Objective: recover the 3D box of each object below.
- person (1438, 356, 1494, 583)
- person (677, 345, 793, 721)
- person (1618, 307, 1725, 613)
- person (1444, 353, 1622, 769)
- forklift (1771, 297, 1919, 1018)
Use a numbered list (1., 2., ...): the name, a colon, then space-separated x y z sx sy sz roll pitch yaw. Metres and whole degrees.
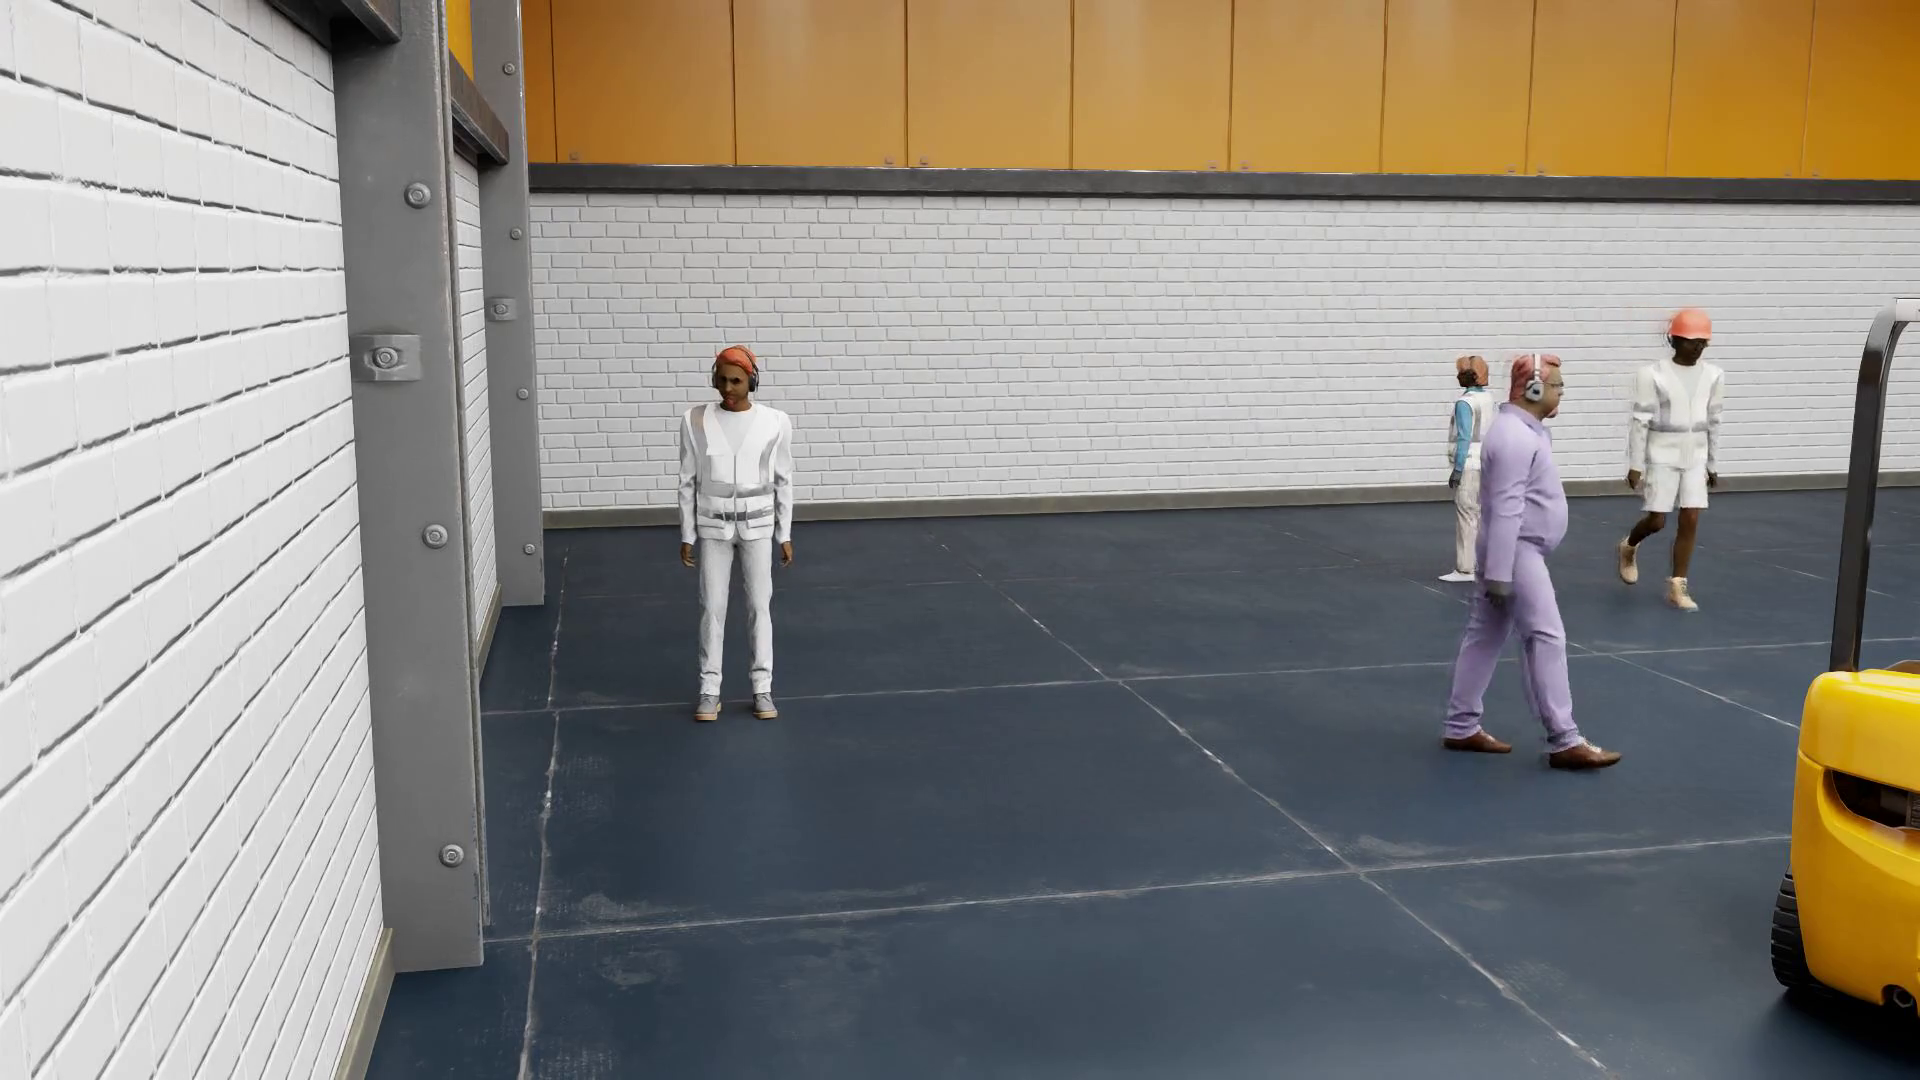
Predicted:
1. person: 3.676 -0.507 11.997 0.305 1.637 0.522 7 12 36
2. person: -1.122 -0.031 8.339 0.573 1.886 0.353 -1 9 -7
3. person: 4.763 -0.558 11.179 0.635 2.015 0.759 -1 9 -5
4. person: 2.656 0.098 7.563 0.847 1.874 0.673 3 10 16
5. forklift: 3.542 0.334 5.177 2.313 2.155 1.214 -9 13 -43
